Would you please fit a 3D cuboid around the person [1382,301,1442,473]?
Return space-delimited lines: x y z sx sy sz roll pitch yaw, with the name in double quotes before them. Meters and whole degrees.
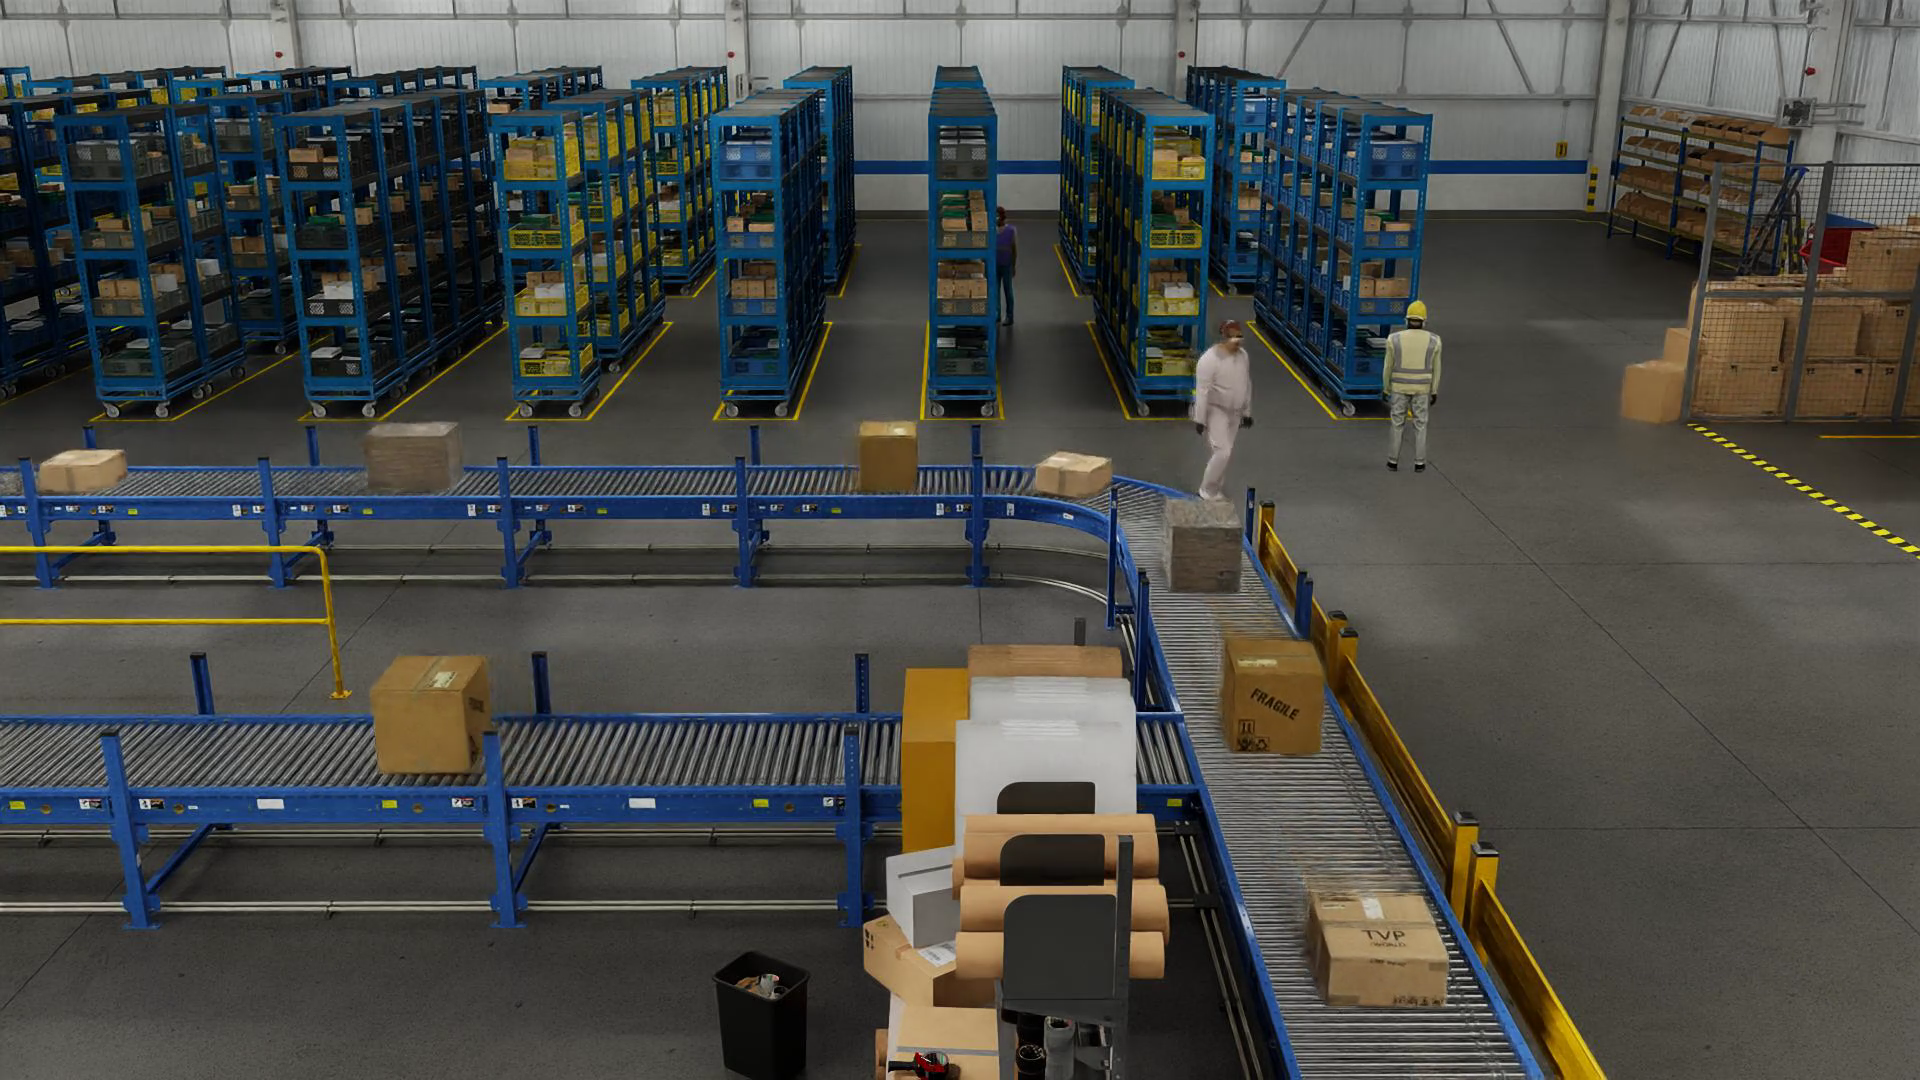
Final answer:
"person" 4.784 -1.624 17.673 0.592 1.834 0.404 4 18 12

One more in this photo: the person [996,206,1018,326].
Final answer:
"person" 0.638 -4.254 25.782 0.573 1.831 0.398 11 21 30

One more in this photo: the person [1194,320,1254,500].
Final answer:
"person" 2.612 -1.236 16.407 0.642 1.888 0.483 -16 24 -40
